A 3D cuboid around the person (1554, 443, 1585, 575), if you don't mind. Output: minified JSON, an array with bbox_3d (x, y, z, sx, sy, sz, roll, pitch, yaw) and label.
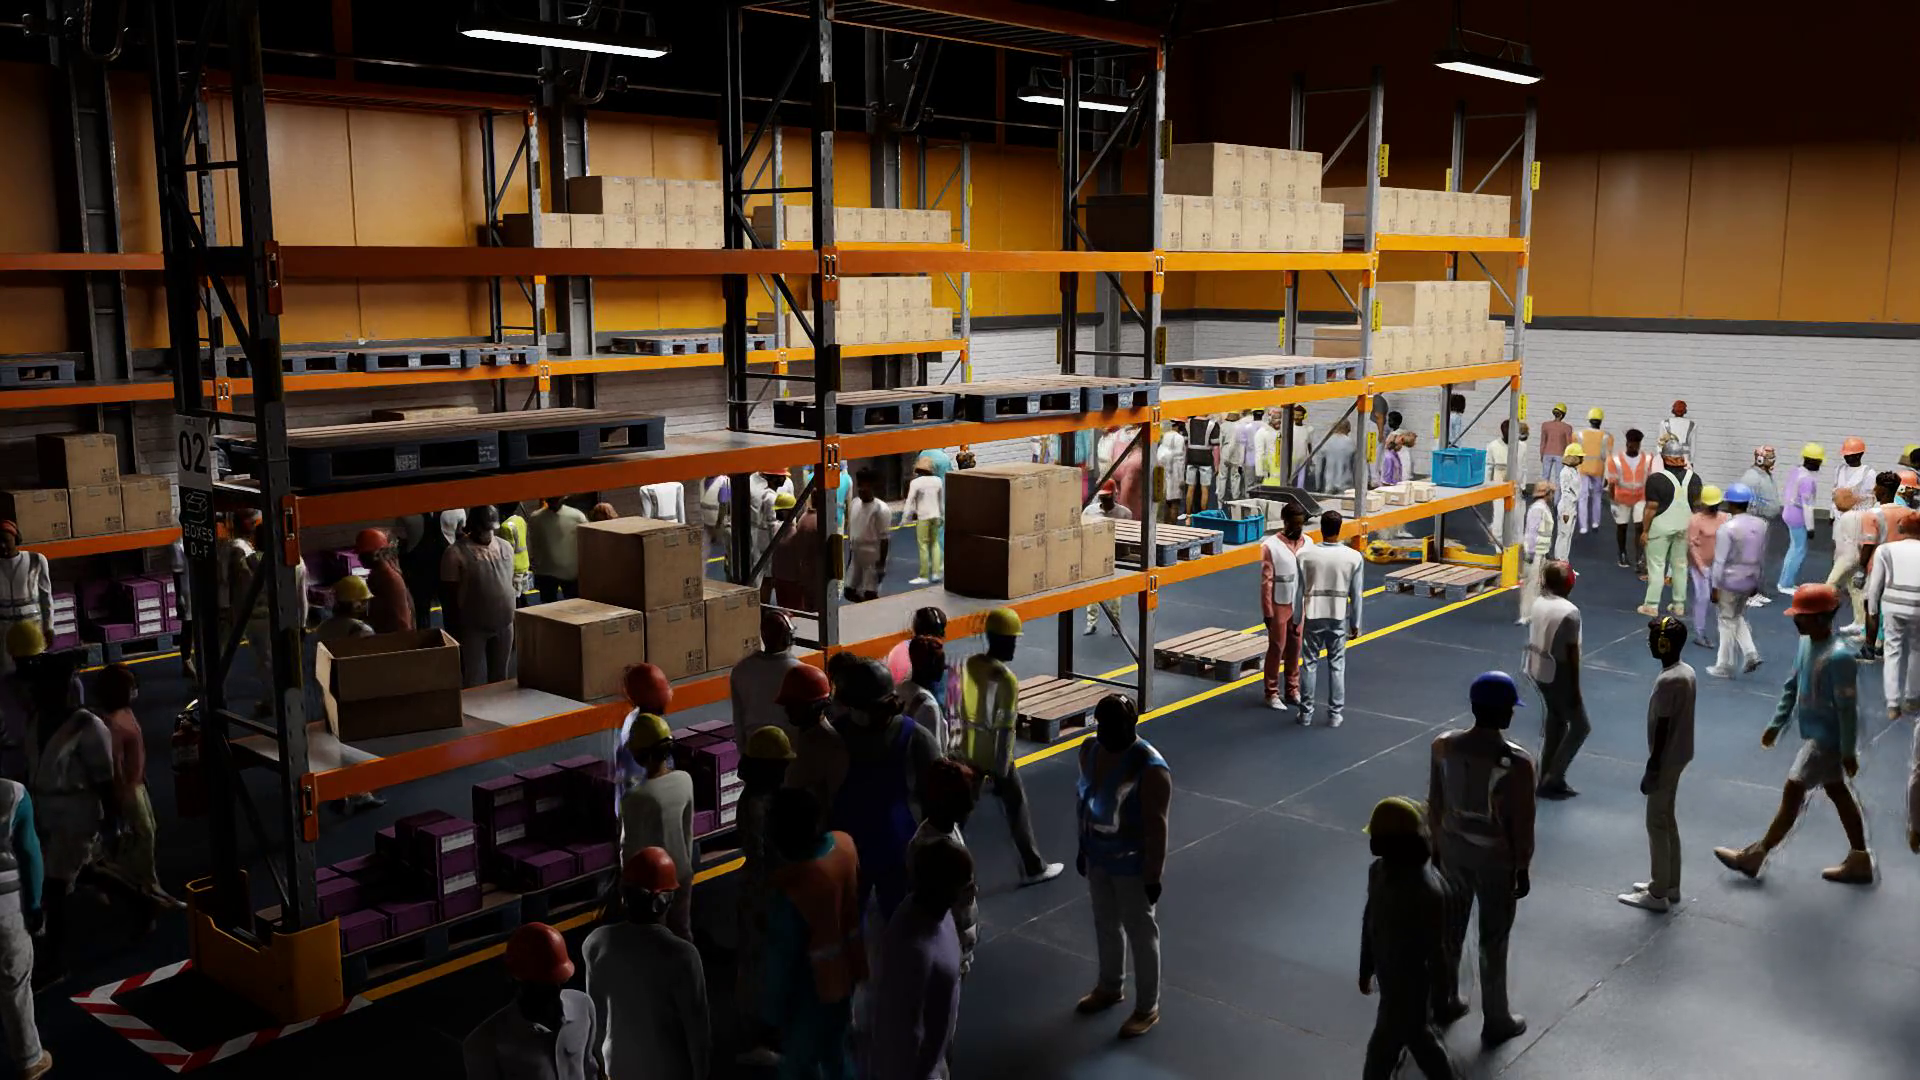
[{"bbox_3d":[7.862,-0.376,21.417,0.296,1.744,0.487,6,11,32],"label":"person"}]

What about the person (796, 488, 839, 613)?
[{"bbox_3d":[-1.356,0.395,16.373,0.395,1.901,0.642,-5,11,-29],"label":"person"}]

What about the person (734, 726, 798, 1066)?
[{"bbox_3d":[-0.982,1.796,8.489,0.322,1.737,0.487,1,10,5],"label":"person"}]

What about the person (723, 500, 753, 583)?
[{"bbox_3d":[-2.324,0.345,17.429,0.307,1.638,0.511,2,10,9],"label":"person"}]

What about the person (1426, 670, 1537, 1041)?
[{"bbox_3d":[2.741,1.644,8.756,0.402,1.944,0.605,-8,12,-39],"label":"person"}]

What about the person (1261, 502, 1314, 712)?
[{"bbox_3d":[2.966,0.597,15.129,0.597,1.909,0.405,-6,11,-32],"label":"person"}]

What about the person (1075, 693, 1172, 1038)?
[{"bbox_3d":[0.844,1.697,8.813,0.431,1.833,0.643,-6,11,-34],"label":"person"}]

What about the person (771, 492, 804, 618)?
[{"bbox_3d":[-1.739,0.397,16.736,0.313,1.767,0.534,-9,13,-41],"label":"person"}]

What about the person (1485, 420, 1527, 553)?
[{"bbox_3d":[7.632,-0.768,23.411,0.610,1.878,0.704,-2,10,-12],"label":"person"}]

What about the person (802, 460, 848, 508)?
[{"bbox_3d":[-1.816,-0.689,22.388,0.615,2.042,0.372,0,10,-2],"label":"person"}]

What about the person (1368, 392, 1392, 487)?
[{"bbox_3d":[7.571,-1.992,30.180,0.536,2.000,0.681,-1,10,-9],"label":"person"}]

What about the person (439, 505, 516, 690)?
[{"bbox_3d":[-4.074,0.660,14.342,0.538,2.000,0.681,9,13,42],"label":"person"}]

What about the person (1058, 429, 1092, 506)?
[{"bbox_3d":[1.828,-1.336,26.558,0.628,1.949,1.006,6,11,31],"label":"person"}]

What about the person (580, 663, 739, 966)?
[{"bbox_3d":[-1.751,1.577,9.426,0.900,1.860,0.547,-3,10,-16],"label":"person"}]

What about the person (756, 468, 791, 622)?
[{"bbox_3d":[-2.041,0.058,18.299,0.398,1.929,0.543,-1,10,-8],"label":"person"}]

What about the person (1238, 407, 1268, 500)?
[{"bbox_3d":[4.620,-1.212,25.921,0.587,1.912,0.394,-2,10,-14],"label":"person"}]

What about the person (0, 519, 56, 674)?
[{"bbox_3d":[-8.112,0.751,14.299,0.588,1.878,0.371,-4,10,-22],"label":"person"}]

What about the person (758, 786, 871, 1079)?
[{"bbox_3d":[-0.580,1.941,7.202,0.443,1.882,0.667,4,10,24],"label":"person"}]

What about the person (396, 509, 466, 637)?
[{"bbox_3d":[-5.348,0.240,16.850,0.681,2.000,0.535,-4,10,-22],"label":"person"}]

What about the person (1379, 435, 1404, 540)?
[{"bbox_3d":[6.113,-0.684,23.588,0.321,1.630,0.520,4,10,24],"label":"person"}]

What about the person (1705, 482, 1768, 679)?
[{"bbox_3d":[7.529,0.404,16.168,0.630,1.936,0.430,-5,11,-26],"label":"person"}]

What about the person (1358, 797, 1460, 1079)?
[{"bbox_3d":[2.013,1.978,7.533,0.926,1.694,0.484,-3,10,-18],"label":"person"}]

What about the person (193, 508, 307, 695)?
[{"bbox_3d":[-6.722,0.585,15.539,0.982,1.801,0.582,-4,10,-22],"label":"person"}]

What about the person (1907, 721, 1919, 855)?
[{"bbox_3d":[5.613,1.594,9.222,0.657,1.884,1.027,3,10,18],"label":"person"}]

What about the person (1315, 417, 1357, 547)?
[{"bbox_3d":[5.314,-0.756,23.188,0.704,1.911,0.447,5,11,26],"label":"person"}]

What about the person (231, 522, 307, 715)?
[{"bbox_3d":[-6.033,0.733,14.624,0.932,1.809,0.615,7,12,35],"label":"person"}]

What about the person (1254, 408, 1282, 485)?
[{"bbox_3d":[4.696,-1.037,24.931,0.653,1.895,0.402,-7,12,-36],"label":"person"}]

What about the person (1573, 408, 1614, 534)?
[{"bbox_3d":[9.500,-1.043,25.031,0.601,1.866,1.015,4,10,22],"label":"person"}]

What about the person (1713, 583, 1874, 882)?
[{"bbox_3d":[5.532,1.267,10.880,1.070,1.977,0.607,2,10,12],"label":"person"}]

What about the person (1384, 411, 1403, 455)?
[{"bbox_3d":[6.945,-1.215,26.597,0.318,1.693,0.535,1,10,5],"label":"person"}]

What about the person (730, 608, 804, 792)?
[{"bbox_3d":[-1.115,1.372,10.479,0.642,1.913,0.408,4,10,25],"label":"person"}]

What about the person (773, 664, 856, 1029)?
[{"bbox_3d":[-0.777,1.620,8.789,0.408,1.985,0.621,-6,11,-32],"label":"person"}]

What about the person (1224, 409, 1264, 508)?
[{"bbox_3d":[4.533,-1.279,26.375,0.632,1.881,0.994,-7,12,-37],"label":"person"}]

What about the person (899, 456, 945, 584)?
[{"bbox_3d":[-0.456,-0.244,21.019,0.646,1.616,0.371,-8,12,-38],"label":"person"}]

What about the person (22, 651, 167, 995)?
[{"bbox_3d":[-5.017,1.537,9.496,0.609,1.919,0.992,6,11,30],"label":"person"}]

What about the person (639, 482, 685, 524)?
[{"bbox_3d":[-3.386,-0.023,18.886,0.585,1.882,0.337,-9,13,-42],"label":"person"}]

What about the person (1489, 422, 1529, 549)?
[{"bbox_3d":[7.812,-0.765,23.484,0.570,1.824,0.577,9,13,42],"label":"person"}]

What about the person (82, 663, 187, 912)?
[{"bbox_3d":[-5.172,1.543,10.323,0.595,1.613,0.529,-3,10,-18],"label":"person"}]

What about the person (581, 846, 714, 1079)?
[{"bbox_3d":[-1.229,2.086,6.699,0.560,1.748,0.330,4,10,22],"label":"person"}]

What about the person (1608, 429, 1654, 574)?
[{"bbox_3d":[8.826,-0.515,21.798,0.666,1.888,1.023,3,10,15],"label":"person"}]

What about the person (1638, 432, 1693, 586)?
[{"bbox_3d":[8.905,-0.393,20.945,0.379,1.937,0.629,-3,10,-20],"label":"person"}]

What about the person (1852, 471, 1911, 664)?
[{"bbox_3d":[9.338,0.275,16.864,0.607,1.966,0.367,-3,10,-19],"label":"person"}]

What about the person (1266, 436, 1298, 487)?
[{"bbox_3d":[4.562,-0.700,23.620,0.555,1.636,0.881,9,13,42],"label":"person"}]

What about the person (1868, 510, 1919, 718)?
[{"bbox_3d":[8.545,0.641,15.011,0.612,1.849,0.868,7,12,35],"label":"person"}]

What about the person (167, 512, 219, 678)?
[{"bbox_3d":[-7.511,0.502,16.337,0.318,1.690,0.529,4,10,20],"label":"person"}]
